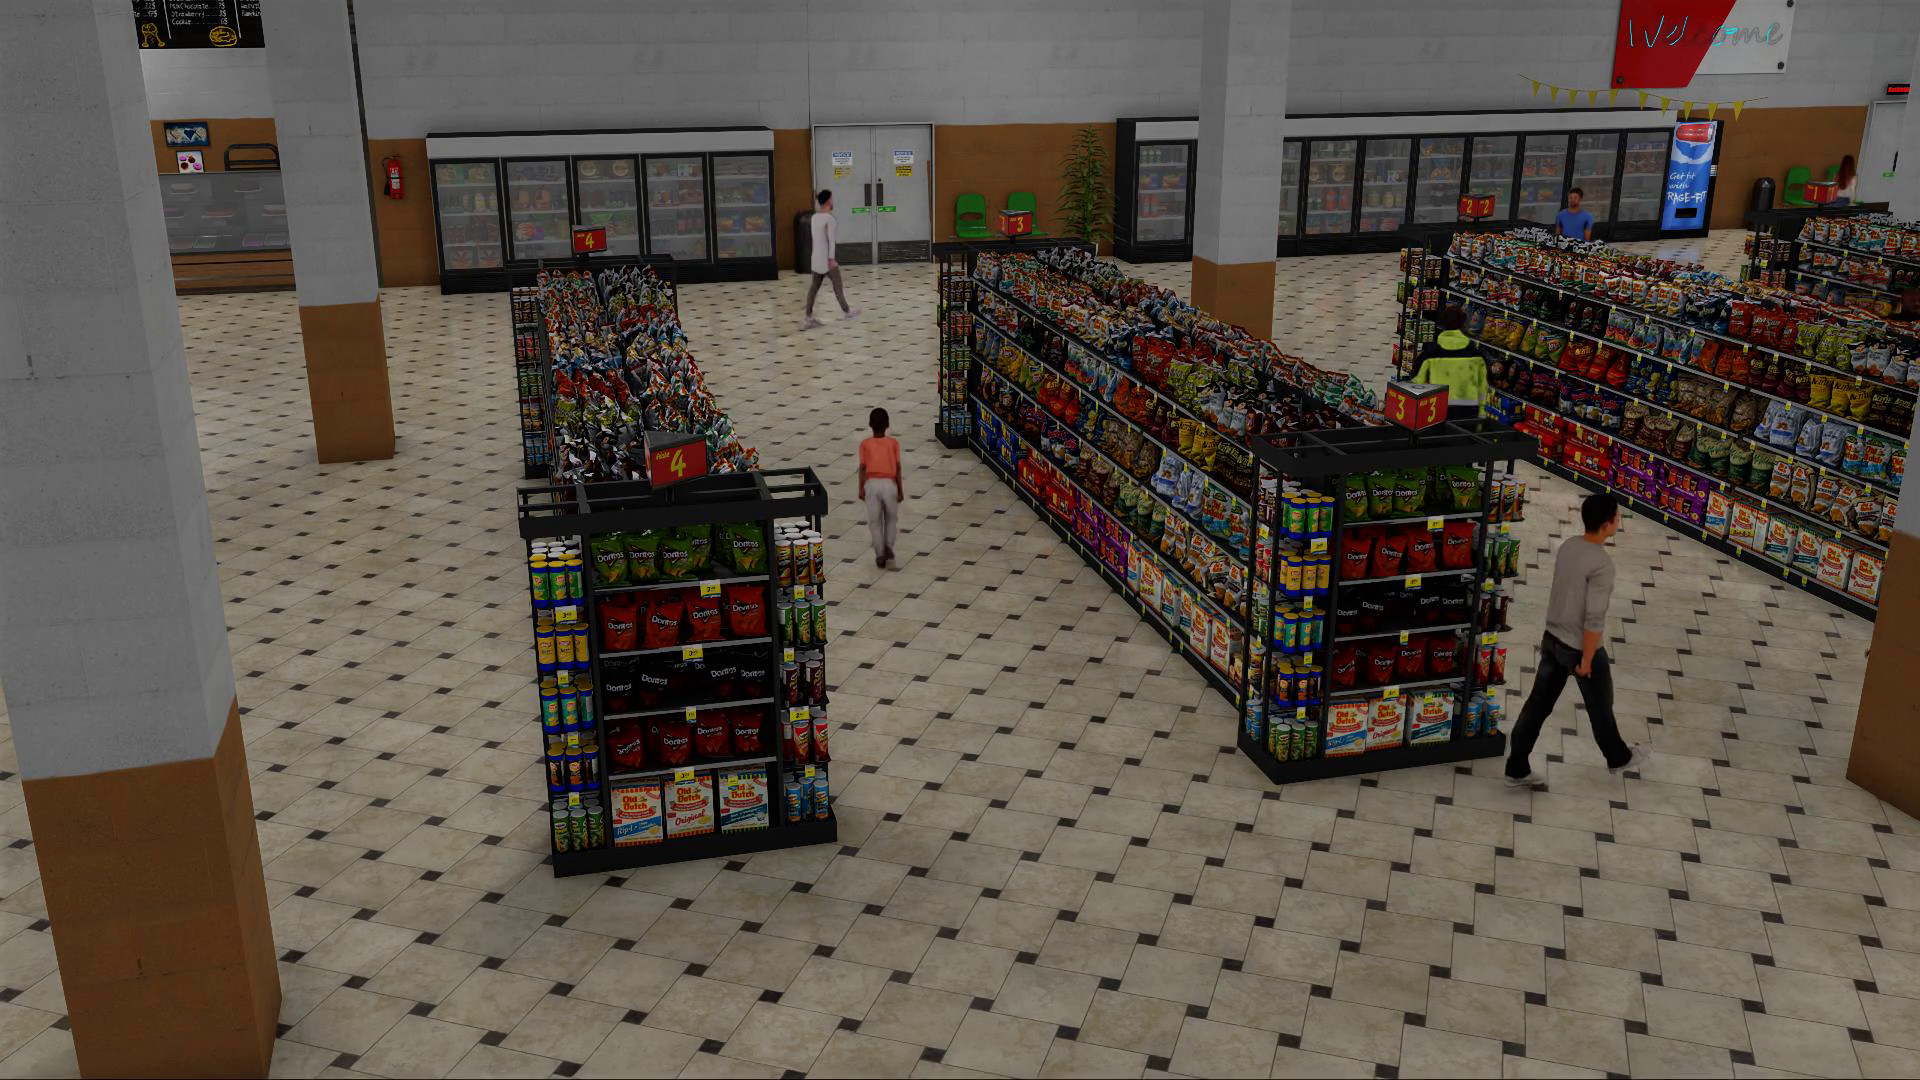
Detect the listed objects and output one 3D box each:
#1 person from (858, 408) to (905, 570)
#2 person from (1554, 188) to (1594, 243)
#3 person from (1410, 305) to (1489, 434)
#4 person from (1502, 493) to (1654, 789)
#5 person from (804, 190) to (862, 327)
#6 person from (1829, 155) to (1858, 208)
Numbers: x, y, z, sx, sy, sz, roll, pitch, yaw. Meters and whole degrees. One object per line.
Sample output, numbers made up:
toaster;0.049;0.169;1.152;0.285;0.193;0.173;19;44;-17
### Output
person;-0.624;-0.392;13.197;0.550;1.301;0.577;-2;19;-4
person;8.327;-3.839;22.609;1.232;1.820;1.134;17;25;40
person;4.037;-0.912;13.752;0.995;1.932;1.313;0;19;0
person;3.407;0.617;9.476;0.724;1.767;1.080;-6;19;-17
person;-1.896;-3.757;22.415;1.090;1.789;1.162;-17;25;-41
person;14.762;-5.572;27.933;0.945;1.702;1.020;-16;24;-39
